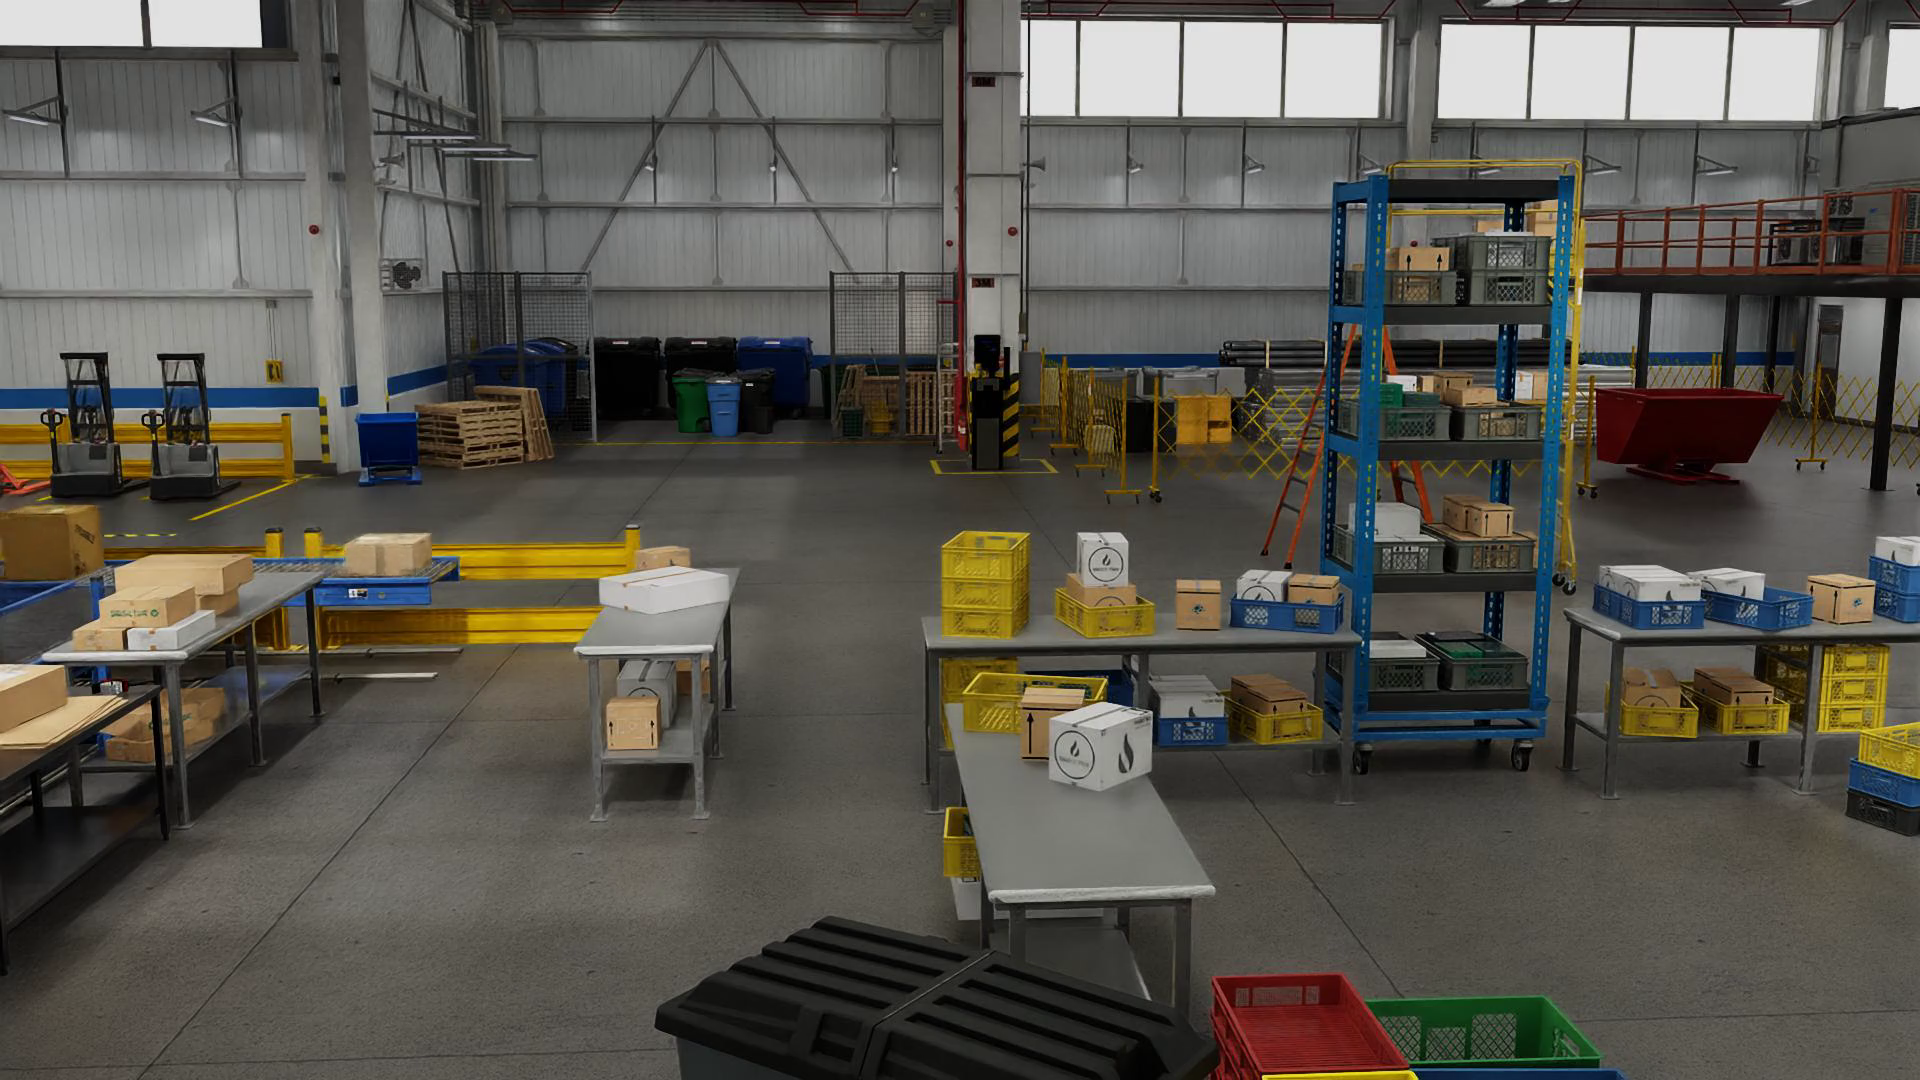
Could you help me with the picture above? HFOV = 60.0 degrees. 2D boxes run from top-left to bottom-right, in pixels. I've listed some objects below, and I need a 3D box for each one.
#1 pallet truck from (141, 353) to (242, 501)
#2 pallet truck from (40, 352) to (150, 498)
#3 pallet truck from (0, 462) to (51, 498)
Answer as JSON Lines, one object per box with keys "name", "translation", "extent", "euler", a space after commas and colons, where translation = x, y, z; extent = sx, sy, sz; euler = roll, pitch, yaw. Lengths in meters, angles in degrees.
{"name": "pallet truck", "translation": [-10.520, -1.604, 22.925], "extent": [0.823, 1.965, 1.885], "euler": [-1, 9, -6]}
{"name": "pallet truck", "translation": [-11.907, -1.642, 23.165], "extent": [0.823, 1.965, 1.885], "euler": [0, 9, 0]}
{"name": "pallet truck", "translation": [-13.193, -1.293, 23.148], "extent": [0.653, 1.274, 1.630], "euler": [-1, 9, -4]}
